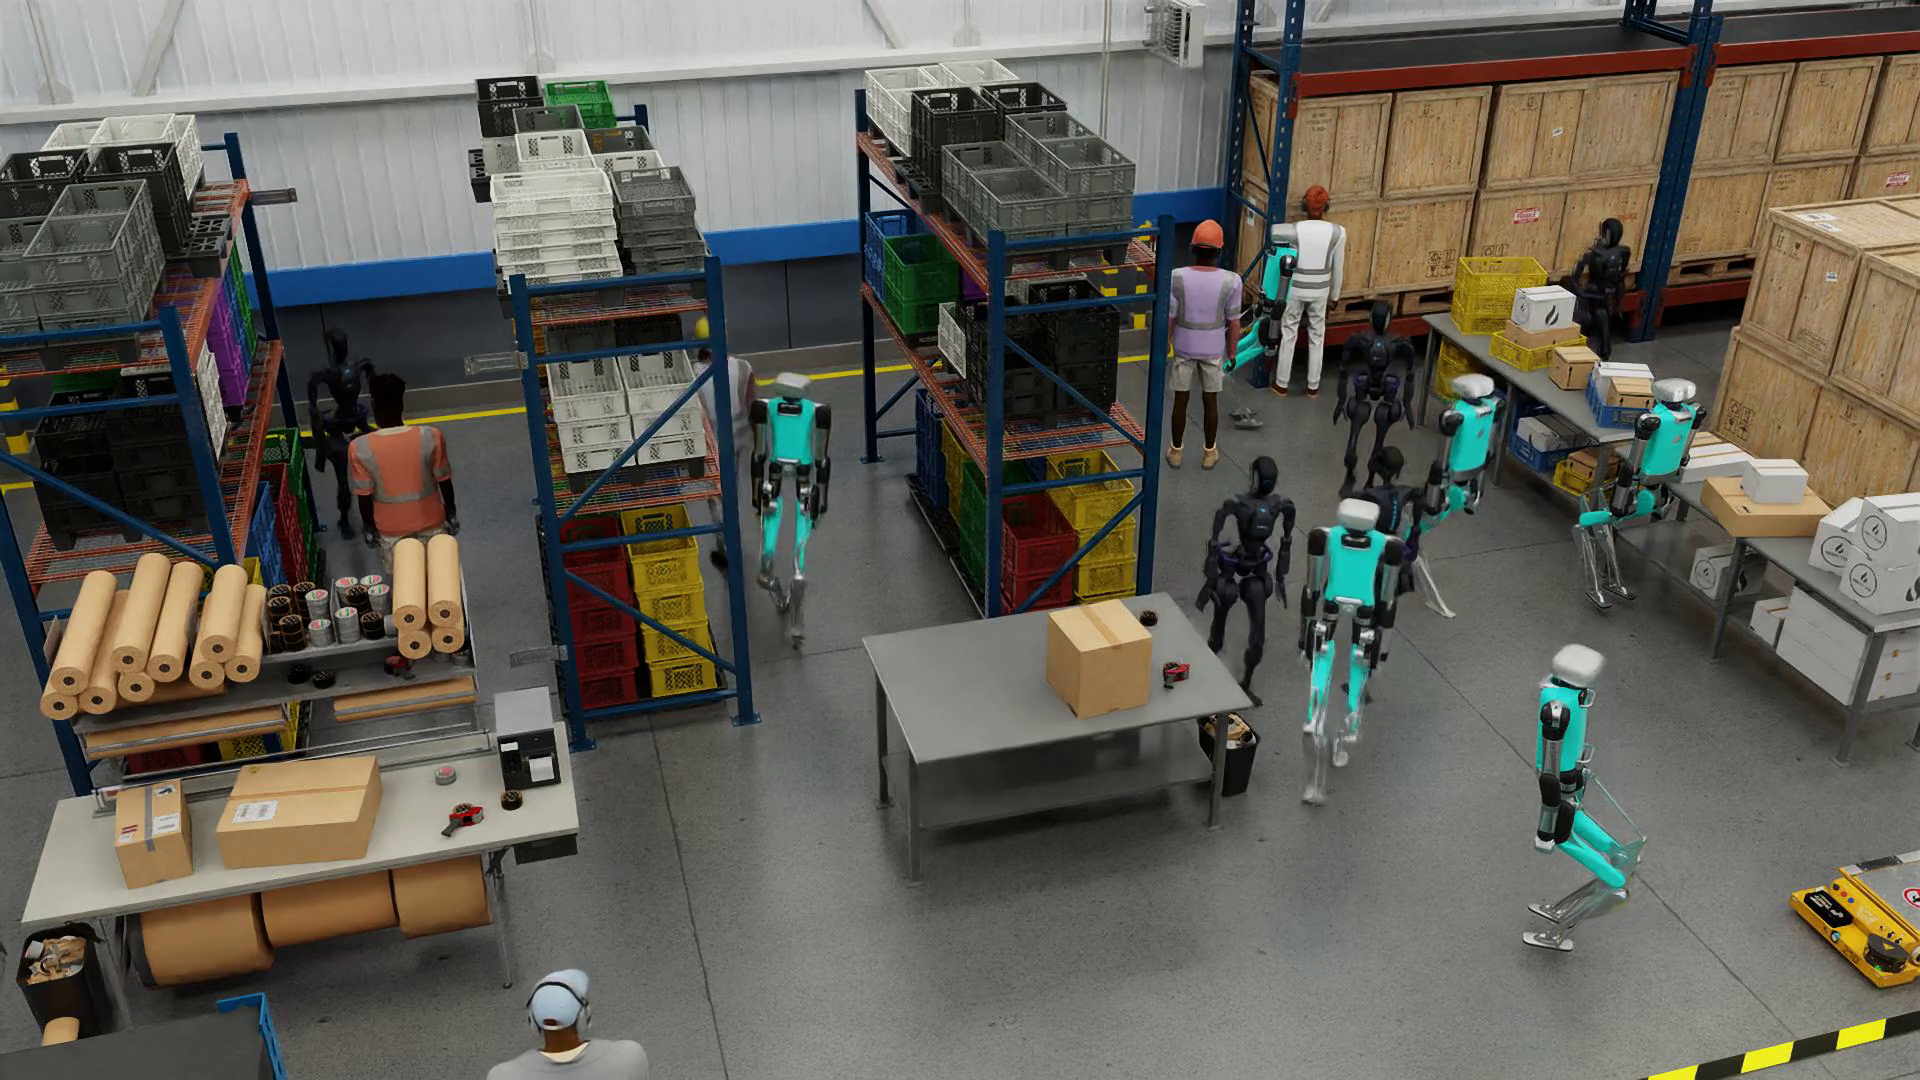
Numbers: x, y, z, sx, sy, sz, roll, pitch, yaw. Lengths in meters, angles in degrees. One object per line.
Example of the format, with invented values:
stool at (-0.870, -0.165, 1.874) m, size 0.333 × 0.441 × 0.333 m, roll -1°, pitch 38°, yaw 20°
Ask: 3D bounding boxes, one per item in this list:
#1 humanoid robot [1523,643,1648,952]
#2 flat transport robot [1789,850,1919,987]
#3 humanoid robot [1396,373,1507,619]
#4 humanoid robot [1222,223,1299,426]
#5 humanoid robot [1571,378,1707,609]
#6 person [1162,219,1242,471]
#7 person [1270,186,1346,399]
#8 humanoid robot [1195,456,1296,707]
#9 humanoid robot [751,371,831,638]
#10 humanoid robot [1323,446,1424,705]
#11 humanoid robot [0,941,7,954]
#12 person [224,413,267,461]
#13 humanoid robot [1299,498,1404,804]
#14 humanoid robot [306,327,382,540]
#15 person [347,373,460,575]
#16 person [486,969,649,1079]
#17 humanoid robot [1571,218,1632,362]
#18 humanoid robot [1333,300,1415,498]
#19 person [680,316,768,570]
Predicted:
humanoid robot at (3.101, 1.312, 8.112) m, size 0.735 × 1.676 × 0.533 m, roll 15°, pitch 32°, yaw 25°
flat transport robot at (5.163, 1.916, 8.676) m, size 1.431 × 0.231 × 0.659 m, roll -8°, pitch 30°, yaw -14°
humanoid robot at (3.163, -0.406, 11.396) m, size 0.536 × 1.775 × 0.935 m, roll -17°, pitch 33°, yaw -28°
humanoid robot at (2.380, -1.778, 13.788) m, size 0.714 × 1.711 × 0.530 m, roll -1°, pitch 29°, yaw -2°
humanoid robot at (4.470, -0.378, 11.185) m, size 0.533 × 1.677 × 0.735 m, roll -12°, pitch 31°, yaw -21°
person at (1.878, -1.522, 13.090) m, size 0.614 × 2.041 × 0.379 m, roll 4°, pitch 29°, yaw 6°
person at (3.000, -2.129, 14.365) m, size 0.570 × 1.877 × 0.338 m, roll 2°, pitch 29°, yaw 4°
humanoid robot at (1.748, 0.238, 10.273) m, size 0.608 × 1.641 × 0.581 m, roll -6°, pitch 29°, yaw -11°
humanoid robot at (-1.147, -0.161, 10.924) m, size 0.546 × 1.770 × 0.813 m, roll 3°, pitch 29°, yaw 5°
humanoid robot at (2.581, 0.166, 10.421) m, size 0.591 × 1.634 × 0.681 m, roll -6°, pitch 29°, yaw -11°
humanoid robot at (-4.618, 1.831, 7.380) m, size 0.601 × 1.630 × 0.625 m, roll -13°, pitch 31°, yaw -23°
person at (-5.878, -1.285, 12.923) m, size 0.738 × 1.790 × 0.650 m, roll -4°, pitch 29°, yaw -7°
humanoid robot at (2.125, 0.729, 9.342) m, size 0.539 × 1.771 × 0.936 m, roll 8°, pitch 30°, yaw 15°
humanoid robot at (-4.465, -0.782, 12.143) m, size 0.338 × 1.652 × 0.613 m, roll 23°, pitch 36°, yaw 35°
person at (-3.522, -0.137, 10.650) m, size 0.607 × 1.964 × 0.368 m, roll -11°, pitch 31°, yaw -19°
person at (-1.419, 2.344, 6.253) m, size 0.598 × 1.850 × 0.385 m, roll -8°, pitch 30°, yaw -14°
humanoid robot at (5.483, -2.002, 14.353) m, size 0.610 × 1.633 × 0.492 m, roll -10°, pitch 30°, yaw -17°
humanoid robot at (3.155, -1.052, 12.621) m, size 0.610 × 1.644 × 0.348 m, roll 8°, pitch 30°, yaw 14°
person at (-1.768, -0.753, 11.982) m, size 0.618 × 1.754 × 1.034 m, roll -16°, pitch 33°, yaw -26°
